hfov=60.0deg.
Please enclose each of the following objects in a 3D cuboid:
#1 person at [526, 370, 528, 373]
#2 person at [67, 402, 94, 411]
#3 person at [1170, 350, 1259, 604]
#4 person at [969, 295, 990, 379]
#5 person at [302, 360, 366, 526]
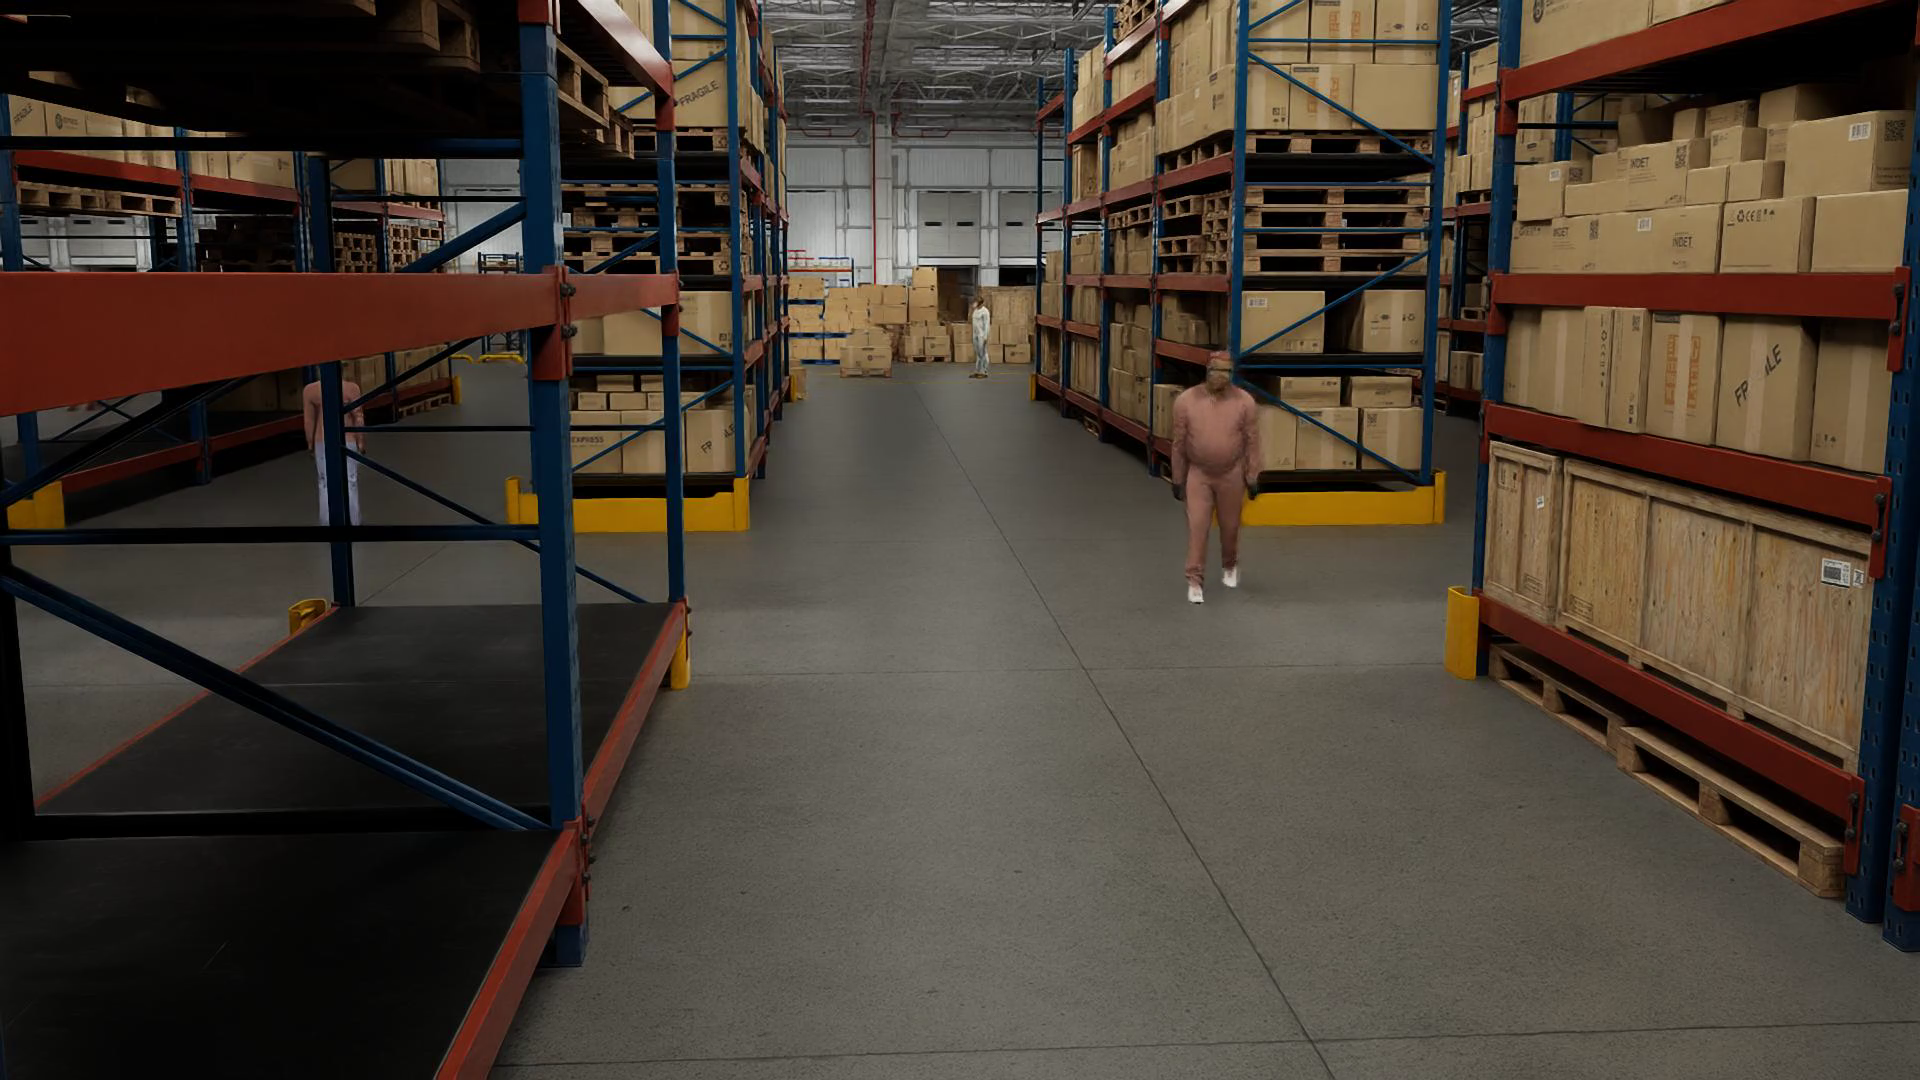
[{"bbox_3d":[-9.813,-4.617,39.104,0.805,1.606,0.513,-6,11,-35],"label":"person"},{"bbox_3d":[-15.536,-3.215,29.370,0.703,1.901,0.600,-4,10,-23],"label":"person"},{"bbox_3d":[1.913,-0.502,12.519,0.668,1.863,0.915,0,9,2],"label":"person"},{"bbox_3d":[0.472,-4.719,38.730,0.370,1.934,0.627,-5,10,-27],"label":"person"},{"bbox_3d":[-5.678,-0.879,15.133,0.522,1.769,0.318,-1,9,-6],"label":"person"}]
